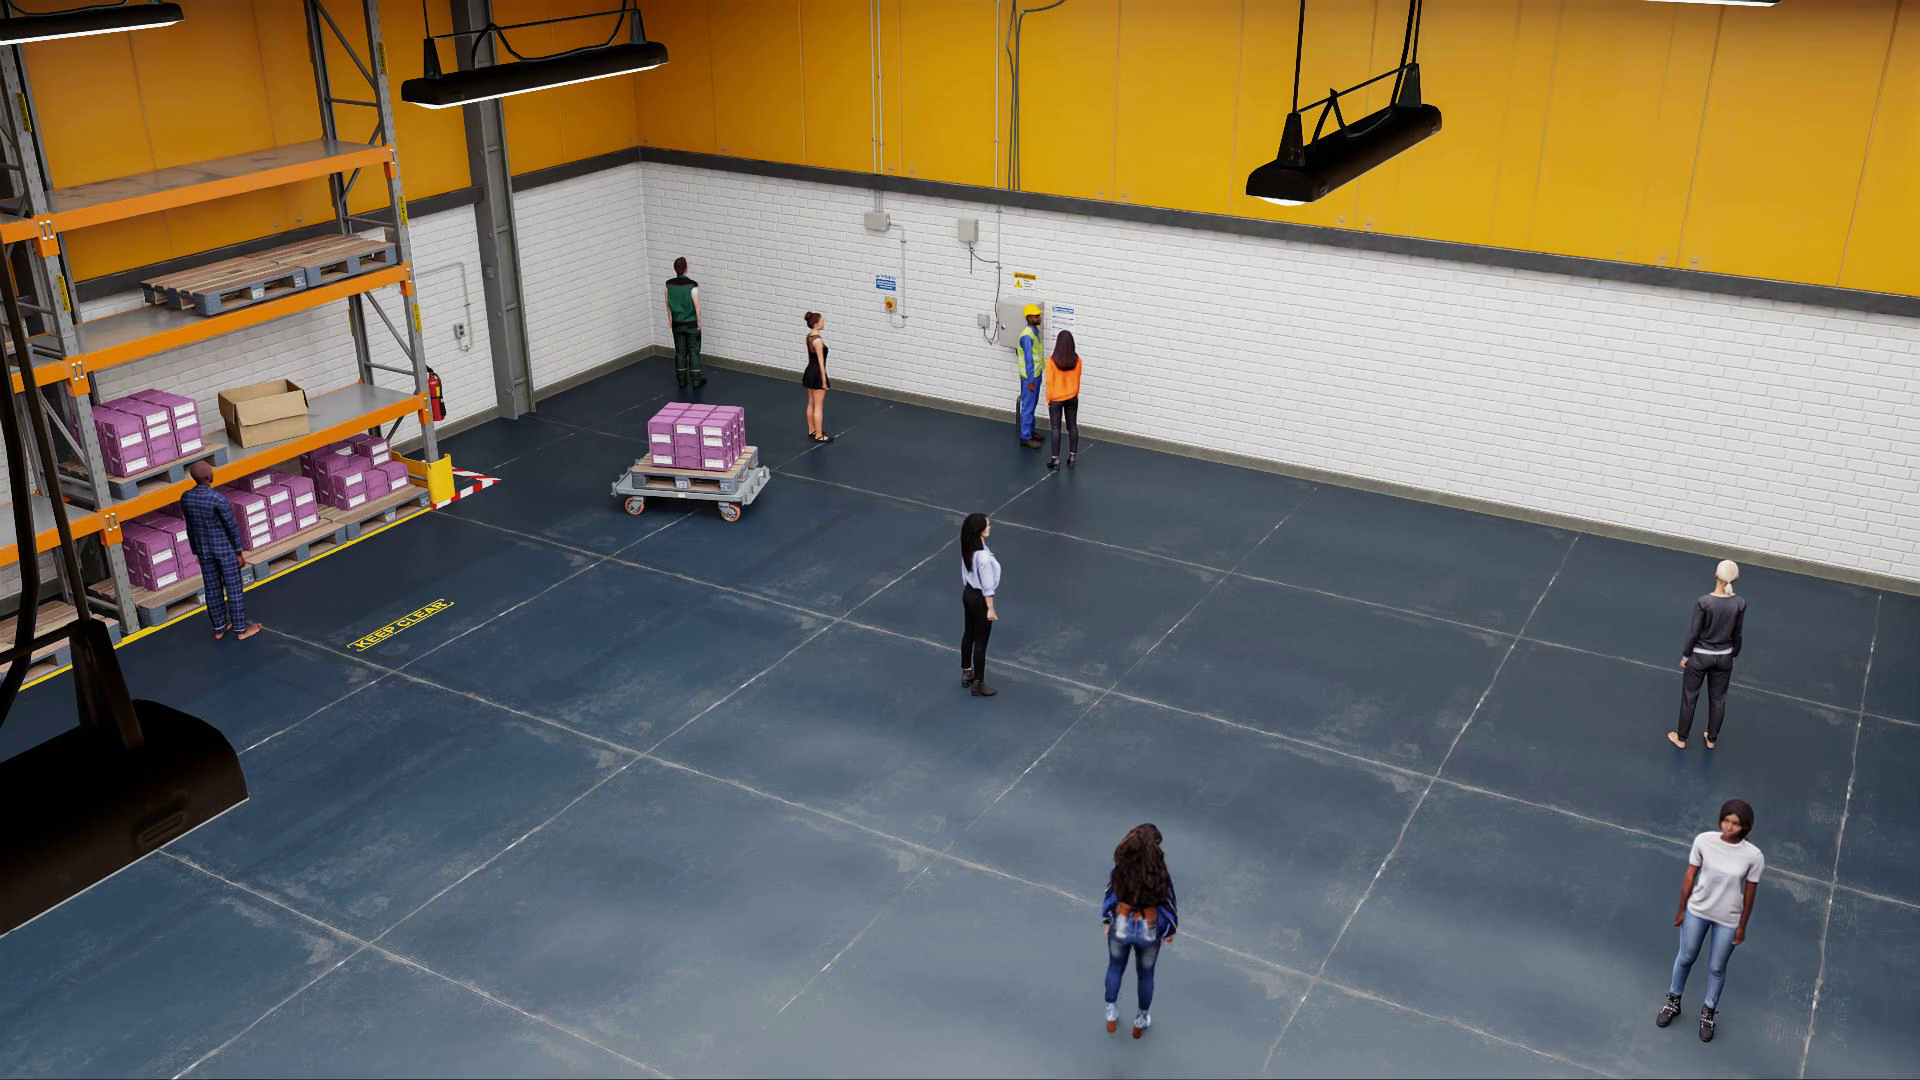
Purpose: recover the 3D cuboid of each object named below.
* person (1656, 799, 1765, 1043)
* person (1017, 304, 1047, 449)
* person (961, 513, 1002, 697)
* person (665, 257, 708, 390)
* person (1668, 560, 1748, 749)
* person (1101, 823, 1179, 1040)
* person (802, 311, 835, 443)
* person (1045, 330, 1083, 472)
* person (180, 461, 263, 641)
[{"bbox_3d":[4.839,2.419,10.686,0.584,1.719,0.527,14,27,30],"label":"person"},{"bbox_3d":[0.897,-2.080,20.862,0.780,1.813,0.615,6,24,14],"label":"person"},{"bbox_3d":[0.154,0.565,14.898,0.749,1.744,0.732,-11,26,-23],"label":"person"},{"bbox_3d":[-3.785,-3.004,22.940,0.714,1.843,0.703,4,24,10],"label":"person"},{"bbox_3d":[6.327,0.958,14.019,0.687,1.726,0.670,2,24,4],"label":"person"},{"bbox_3d":[1.123,2.513,10.595,0.701,1.621,0.664,6,24,14],"label":"person"},{"bbox_3d":[-1.819,-2.075,21.026,0.726,1.672,0.682,-10,25,-21],"label":"person"},{"bbox_3d":[1.250,-1.697,20.066,0.688,1.749,0.767,-9,25,-19],"label":"person"},{"bbox_3d":[-7.100,0.093,15.884,0.744,1.819,0.727,4,24,8],"label":"person"}]
